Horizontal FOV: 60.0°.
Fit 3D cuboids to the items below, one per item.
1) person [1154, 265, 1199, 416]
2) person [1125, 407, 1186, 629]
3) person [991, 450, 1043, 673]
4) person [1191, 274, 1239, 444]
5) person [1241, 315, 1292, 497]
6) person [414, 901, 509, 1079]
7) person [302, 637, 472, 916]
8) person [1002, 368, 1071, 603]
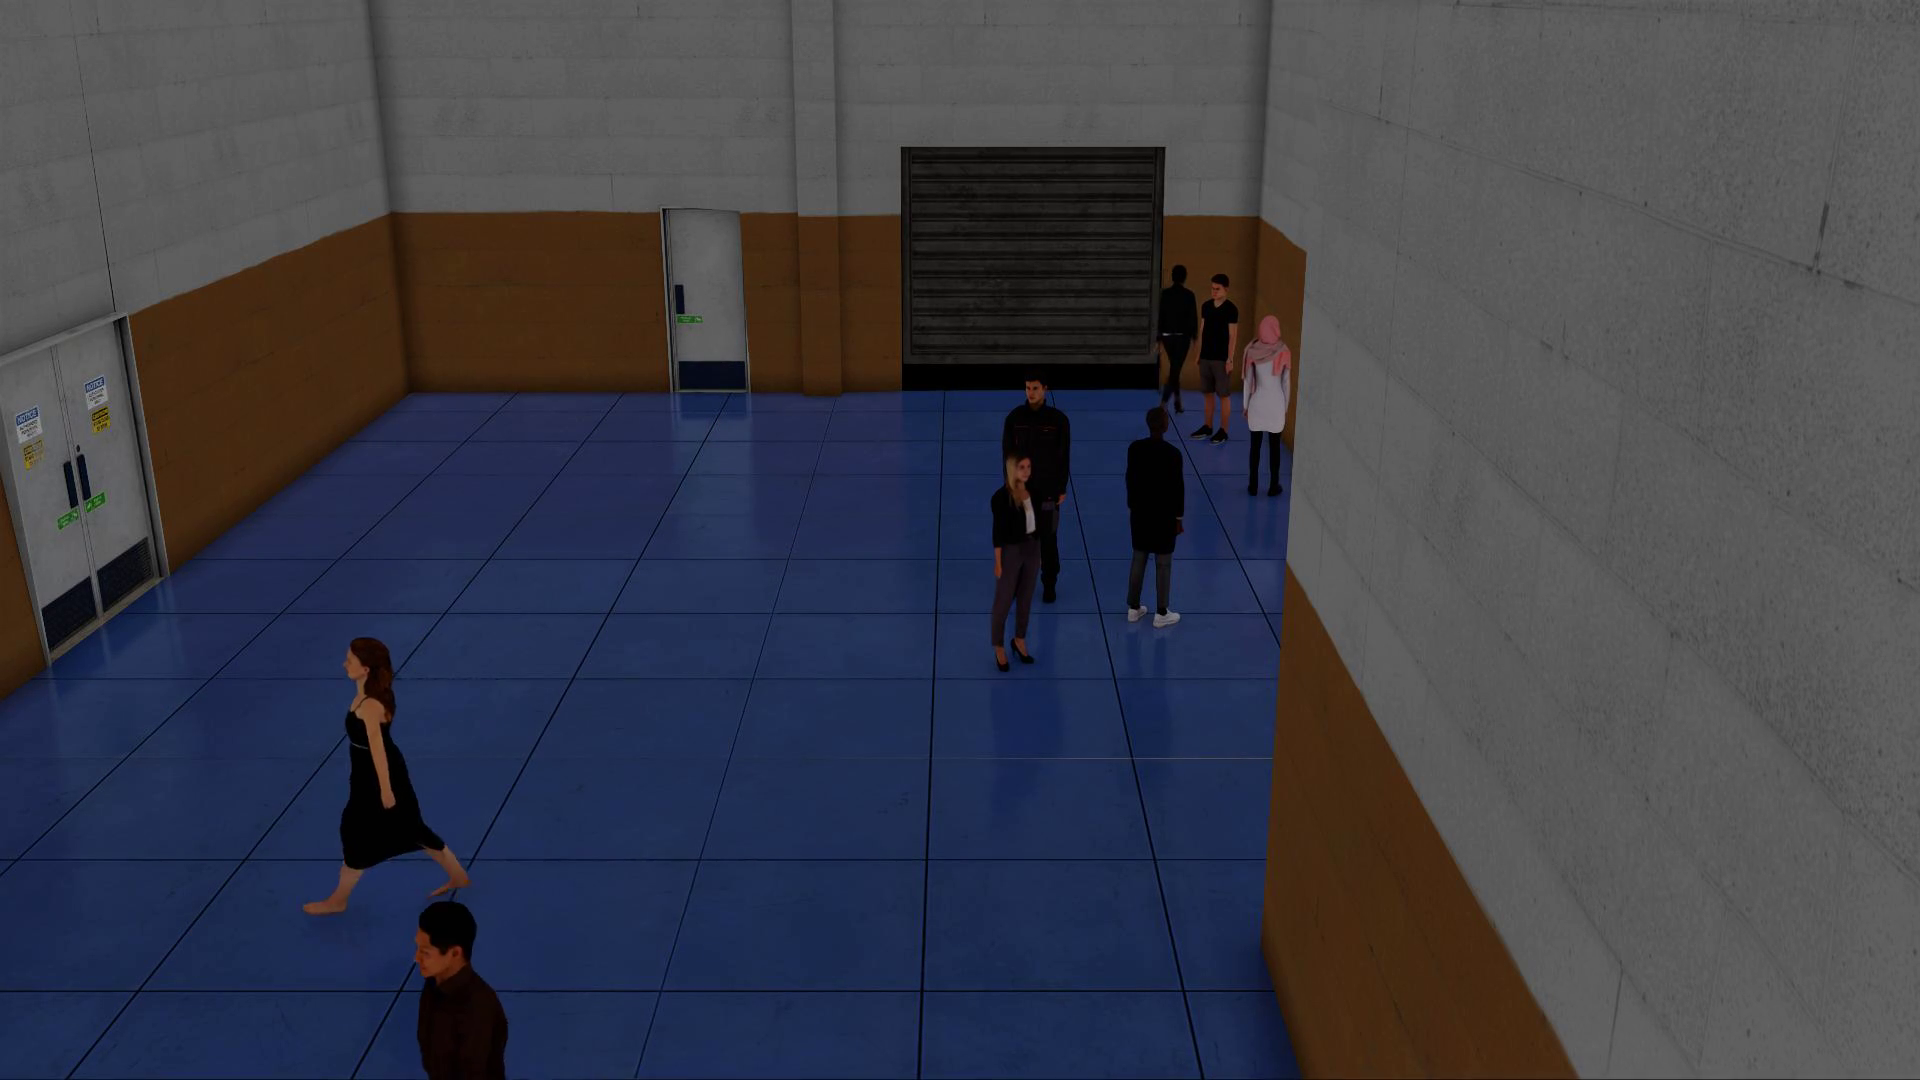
[{"bbox_3d":[2.429,-2.173,18.933,1.104,1.788,1.062,12,22,32],"label":"person"},{"bbox_3d":[1.517,-0.189,13.090,0.688,1.762,0.792,12,22,33],"label":"person"},{"bbox_3d":[0.414,0.140,12.258,0.668,1.669,0.749,-14,23,-36],"label":"person"},{"bbox_3d":[2.853,-2.026,18.381,0.796,1.861,0.755,-15,24,-38],"label":"person"},{"bbox_3d":[3.017,-1.320,16.380,0.614,1.803,0.748,5,19,15],"label":"person"},{"bbox_3d":[-1.730,2.127,6.237,1.098,1.751,1.031,-17,25,-42],"label":"person"},{"bbox_3d":[-3.032,1.295,8.985,1.162,1.573,0.755,-4,19,-13],"label":"person"},{"bbox_3d":[0.619,-0.463,13.613,0.631,1.946,0.823,5,19,14],"label":"person"}]
